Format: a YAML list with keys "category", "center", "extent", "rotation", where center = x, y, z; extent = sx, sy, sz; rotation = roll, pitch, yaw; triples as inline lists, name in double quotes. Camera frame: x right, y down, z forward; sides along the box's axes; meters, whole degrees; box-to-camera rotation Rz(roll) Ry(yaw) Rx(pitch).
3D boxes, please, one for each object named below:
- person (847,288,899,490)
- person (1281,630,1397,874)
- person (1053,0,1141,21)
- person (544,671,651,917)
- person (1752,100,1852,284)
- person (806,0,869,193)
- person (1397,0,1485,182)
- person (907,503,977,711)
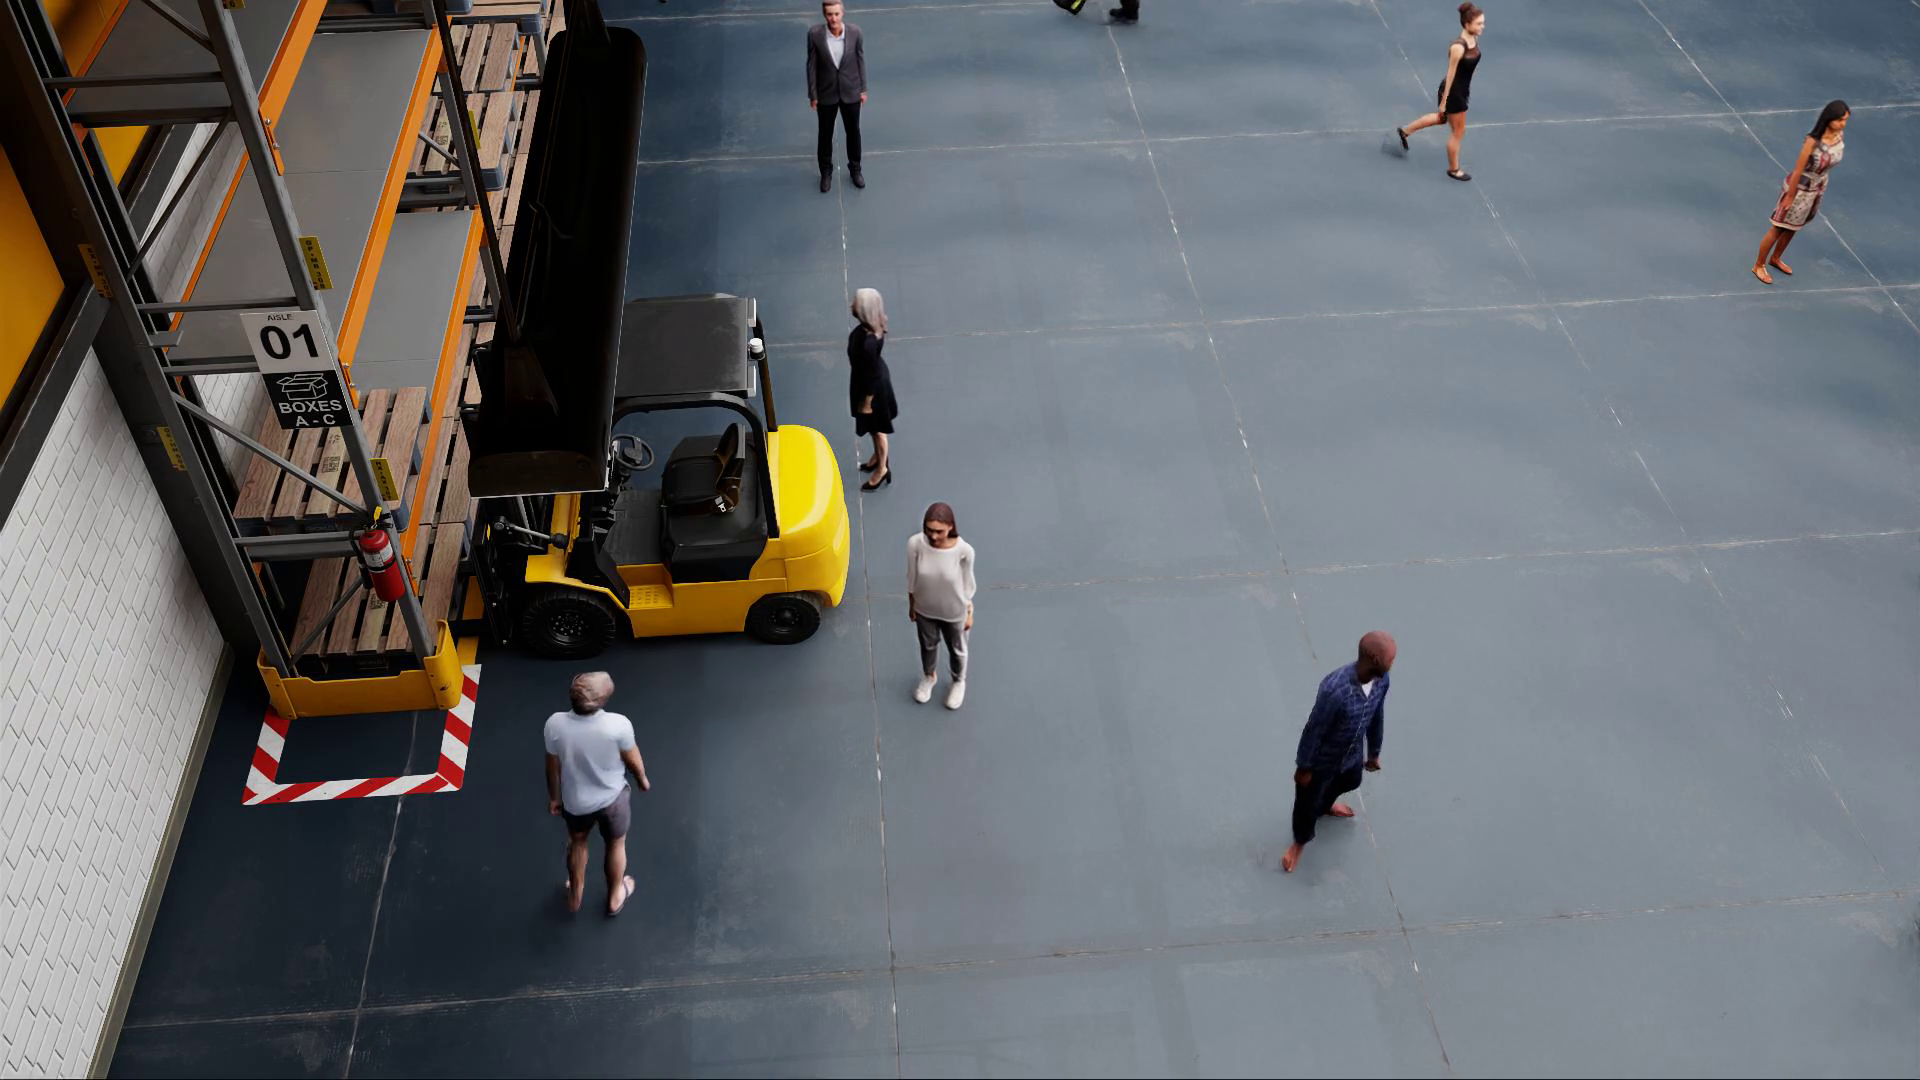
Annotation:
- category: "person"
  center: [-0.640, -1.093, 12.006]
  extent: [0.671, 1.747, 0.521]
  rotation: [0, 44, 0]
- category: "person"
  center: [2.099, 1.212, 9.557]
  extent: [0.856, 1.788, 0.779]
  rotation: [-9, 44, -10]
- category: "person"
  center: [1.662, -6.278, 17.433]
  extent: [1.125, 1.767, 1.243]
  rotation: [14, 45, 14]
- category: "person"
  center: [-2.070, 1.478, 9.272]
  extent: [0.770, 1.794, 0.681]
  rotation: [-8, 44, -8]
- category: "person"
  center: [7.129, -2.961, 14.041]
  extent: [0.720, 1.644, 0.675]
  rotation: [-21, 47, -20]
- category: "person"
  center: [-1.109, -4.060, 15.051]
  extent: [0.739, 1.842, 0.640]
  rotation: [-9, 44, -9]
- category: "person"
  center: [4.463, -4.137, 15.272]
  extent: [1.066, 1.648, 1.041]
  rotation: [27, 50, 26]
- category: "person"
  center: [-0.110, 0.398, 10.483]
  extent: [0.646, 1.688, 0.617]
  rotation: [7, 44, 7]
